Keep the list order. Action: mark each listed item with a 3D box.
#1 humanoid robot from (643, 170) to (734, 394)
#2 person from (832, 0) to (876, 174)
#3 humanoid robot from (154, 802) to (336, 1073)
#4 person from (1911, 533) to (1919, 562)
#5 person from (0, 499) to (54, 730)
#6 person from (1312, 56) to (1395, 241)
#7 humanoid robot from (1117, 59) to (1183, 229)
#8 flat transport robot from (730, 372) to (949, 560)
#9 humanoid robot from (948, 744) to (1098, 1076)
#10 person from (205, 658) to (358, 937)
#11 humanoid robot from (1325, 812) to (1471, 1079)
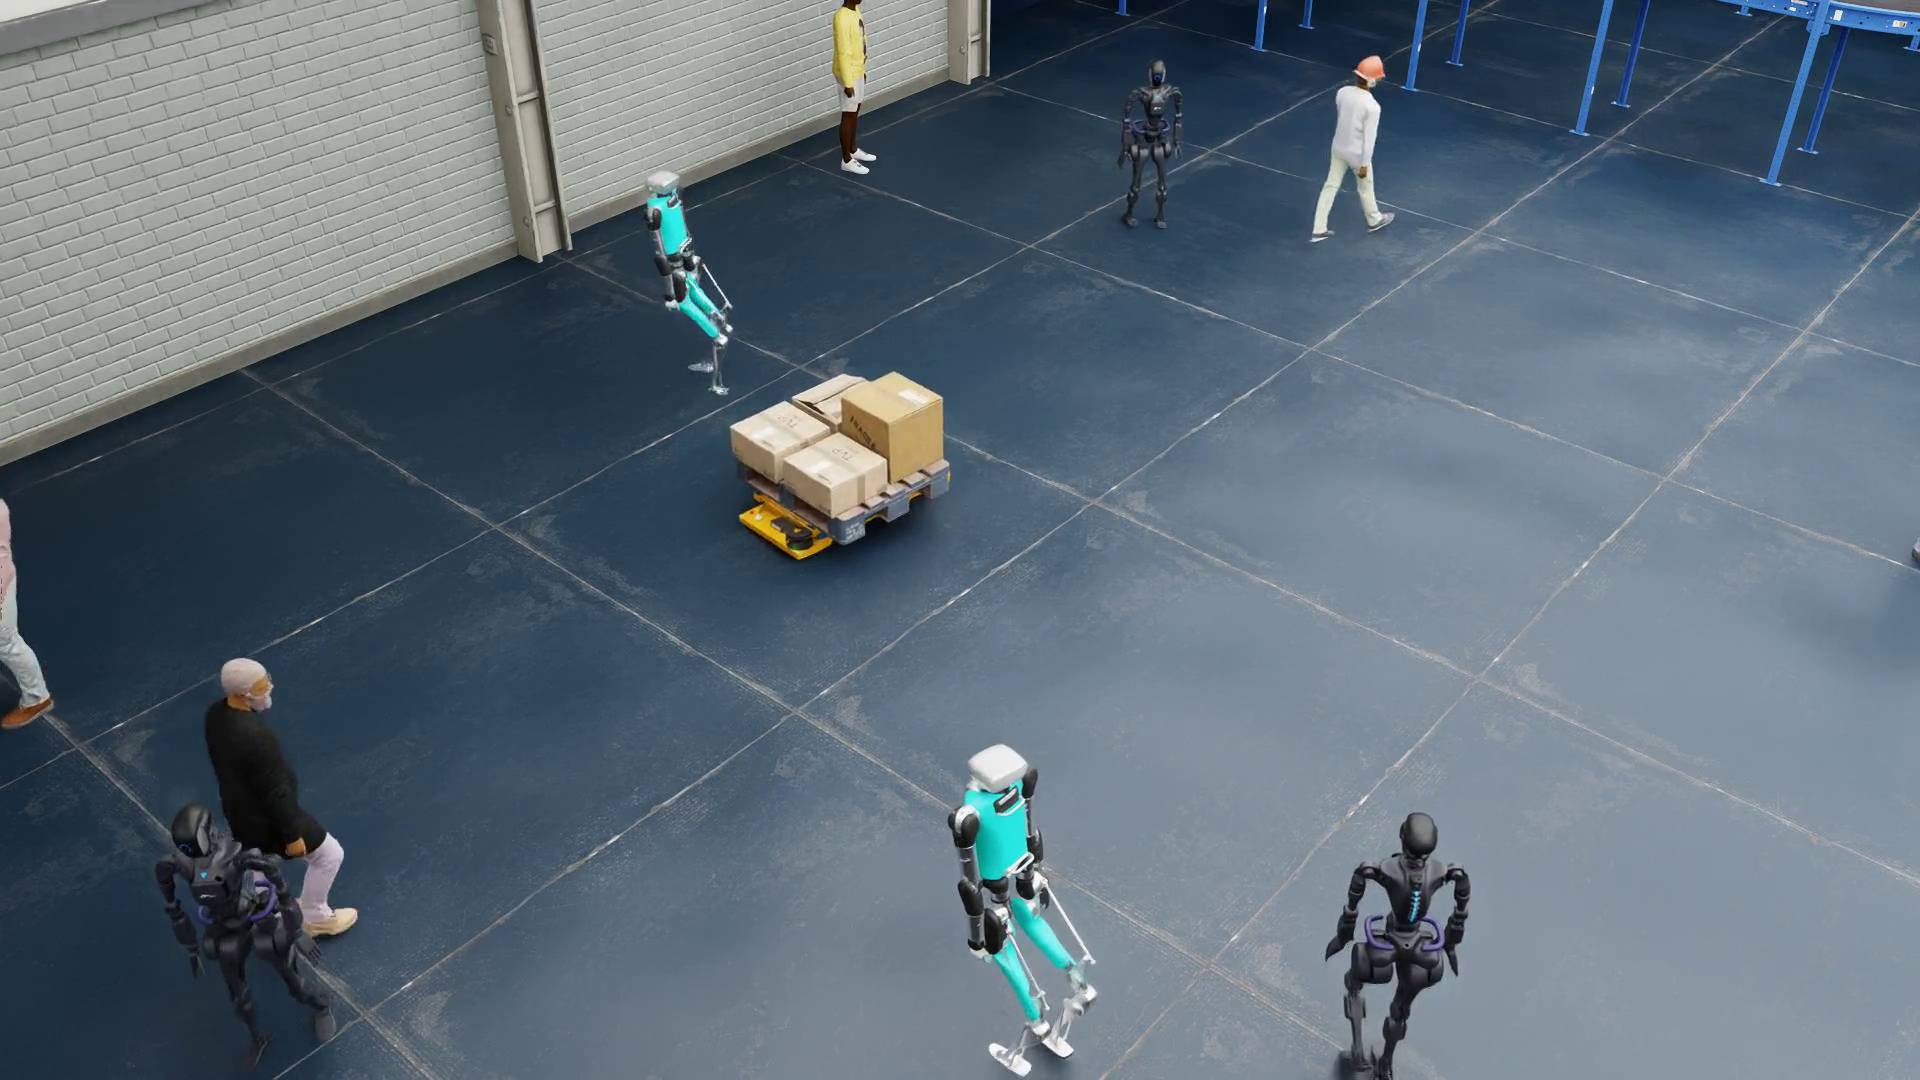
[{"bbox_3d":[-1.991,-1.985,12.902,0.766,1.767,0.531,9,36,12],"label":"humanoid robot"},{"bbox_3d":[-1.066,-4.595,16.435,0.376,1.901,0.541,6,36,9],"label":"person"},{"bbox_3d":[-3.271,1.779,7.675,0.601,1.653,0.410,-3,36,-5],"label":"humanoid robot"},{"bbox_3d":[6.742,-0.637,10.926,0.562,1.841,0.392,-17,39,-22],"label":"person"},{"bbox_3d":[-5.725,0.285,9.587,0.731,1.901,0.487,8,36,11],"label":"person"},{"bbox_3d":[3.646,-3.574,15.159,0.881,1.705,0.580,-18,39,-24],"label":"person"},{"bbox_3d":[1.763,-3.646,15.308,0.612,1.639,0.400,-6,36,-8],"label":"humanoid robot"},{"bbox_3d":[-0.814,-0.340,11.865,1.431,0.231,0.659,-30,45,-35],"label":"flat transport robot"},{"bbox_3d":[0.369,1.787,7.611,0.842,1.750,0.556,26,43,31],"label":"humanoid robot"},{"bbox_3d":[-3.363,1.304,8.203,0.621,1.835,0.512,26,43,31],"label":"person"},{"bbox_3d":[1.993,1.847,7.574,0.599,1.646,0.348,2,36,3],"label":"humanoid robot"}]
